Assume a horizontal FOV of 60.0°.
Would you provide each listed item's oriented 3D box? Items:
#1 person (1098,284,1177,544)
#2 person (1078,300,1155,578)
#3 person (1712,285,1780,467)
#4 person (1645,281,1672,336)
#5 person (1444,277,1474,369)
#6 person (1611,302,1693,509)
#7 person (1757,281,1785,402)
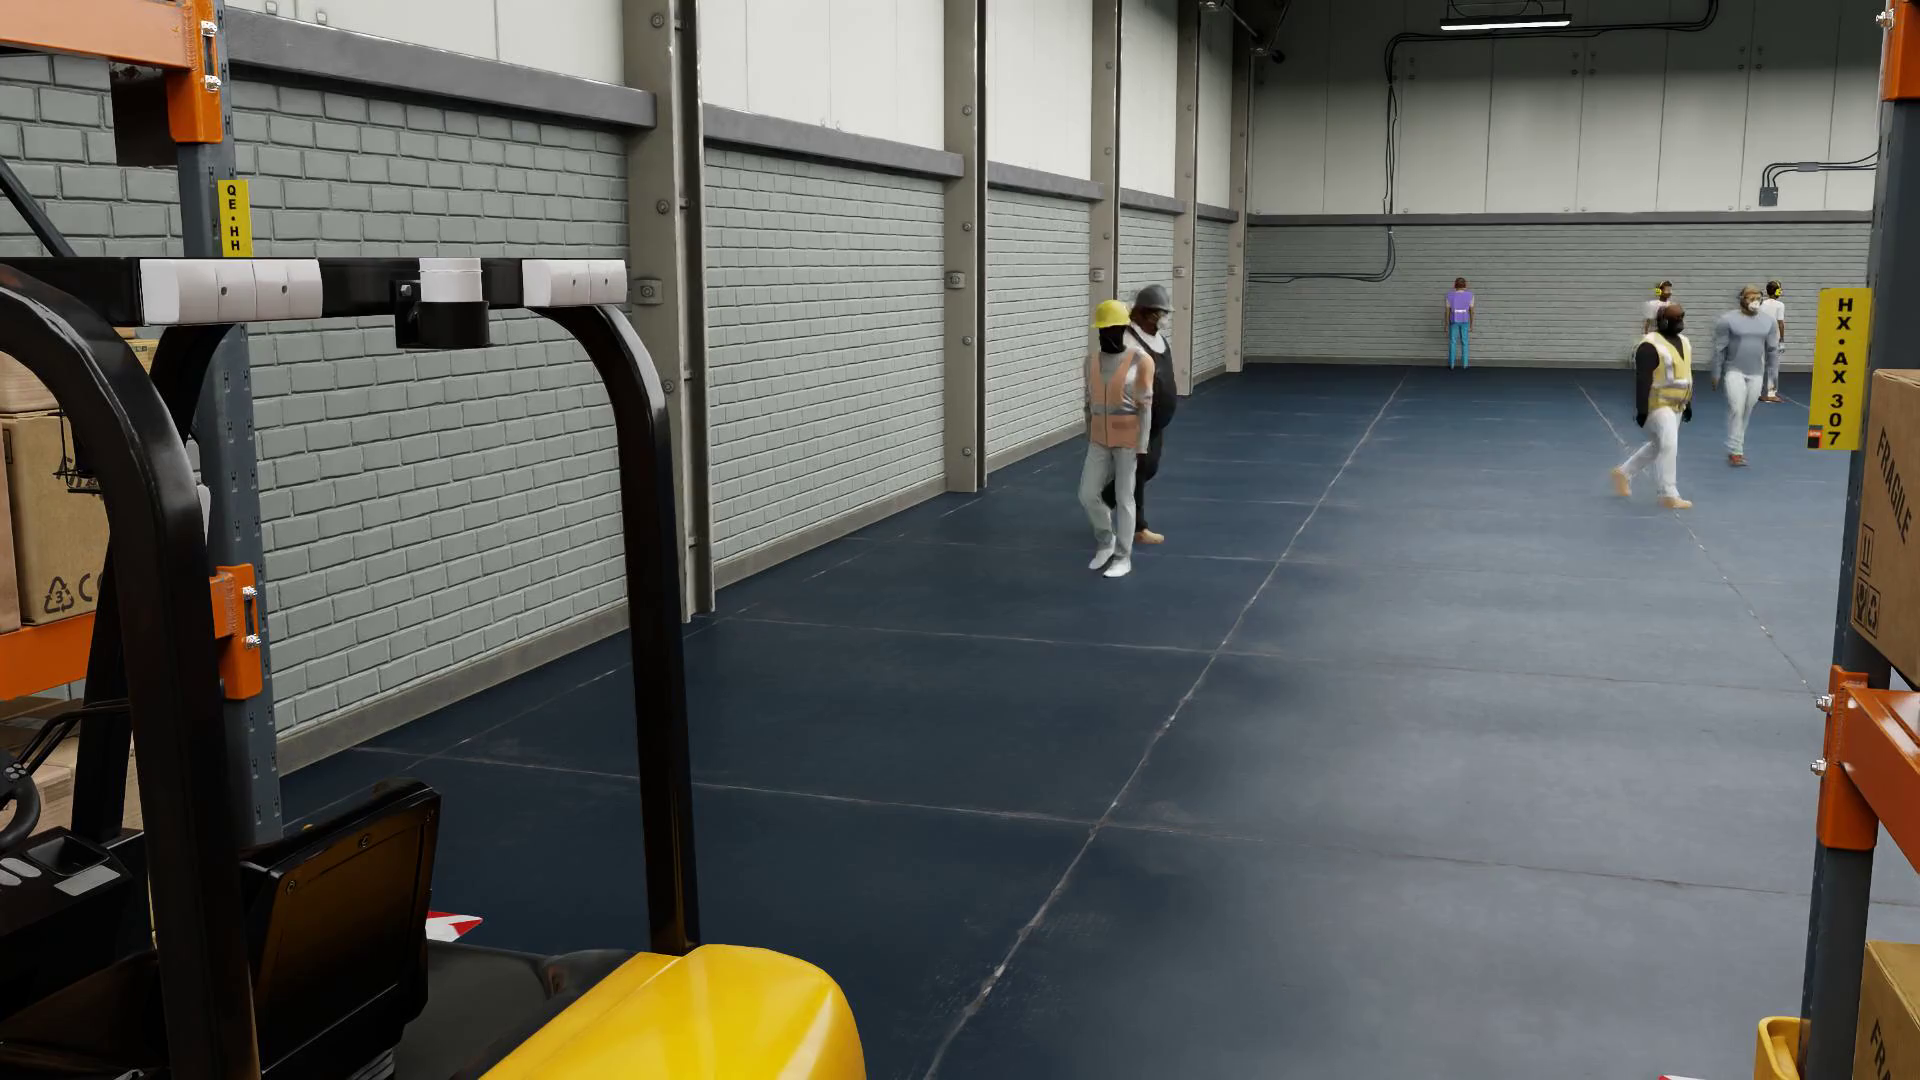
[{"bbox_3d":[1.333,-1.003,12.911,0.732,2.000,0.719,6,11,34],"label":"person"},{"bbox_3d":[1.055,-0.681,11.390,0.587,1.912,0.417,7,12,36],"label":"person"},{"bbox_3d":[8.316,-1.713,17.507,0.653,1.913,0.810,0,10,1],"label":"person"},{"bbox_3d":[11.089,-3.136,26.161,0.554,1.852,0.642,-4,10,-21],"label":"person"},{"bbox_3d":[10.005,-4.339,33.345,0.563,1.850,0.389,2,10,9],"label":"person"},{"bbox_3d":[6.212,-1.215,14.842,0.621,1.818,0.822,-7,12,-37],"label":"person"},{"bbox_3d":[12.484,-3.053,25.644,0.328,1.868,0.521,-5,11,-28],"label":"person"}]
